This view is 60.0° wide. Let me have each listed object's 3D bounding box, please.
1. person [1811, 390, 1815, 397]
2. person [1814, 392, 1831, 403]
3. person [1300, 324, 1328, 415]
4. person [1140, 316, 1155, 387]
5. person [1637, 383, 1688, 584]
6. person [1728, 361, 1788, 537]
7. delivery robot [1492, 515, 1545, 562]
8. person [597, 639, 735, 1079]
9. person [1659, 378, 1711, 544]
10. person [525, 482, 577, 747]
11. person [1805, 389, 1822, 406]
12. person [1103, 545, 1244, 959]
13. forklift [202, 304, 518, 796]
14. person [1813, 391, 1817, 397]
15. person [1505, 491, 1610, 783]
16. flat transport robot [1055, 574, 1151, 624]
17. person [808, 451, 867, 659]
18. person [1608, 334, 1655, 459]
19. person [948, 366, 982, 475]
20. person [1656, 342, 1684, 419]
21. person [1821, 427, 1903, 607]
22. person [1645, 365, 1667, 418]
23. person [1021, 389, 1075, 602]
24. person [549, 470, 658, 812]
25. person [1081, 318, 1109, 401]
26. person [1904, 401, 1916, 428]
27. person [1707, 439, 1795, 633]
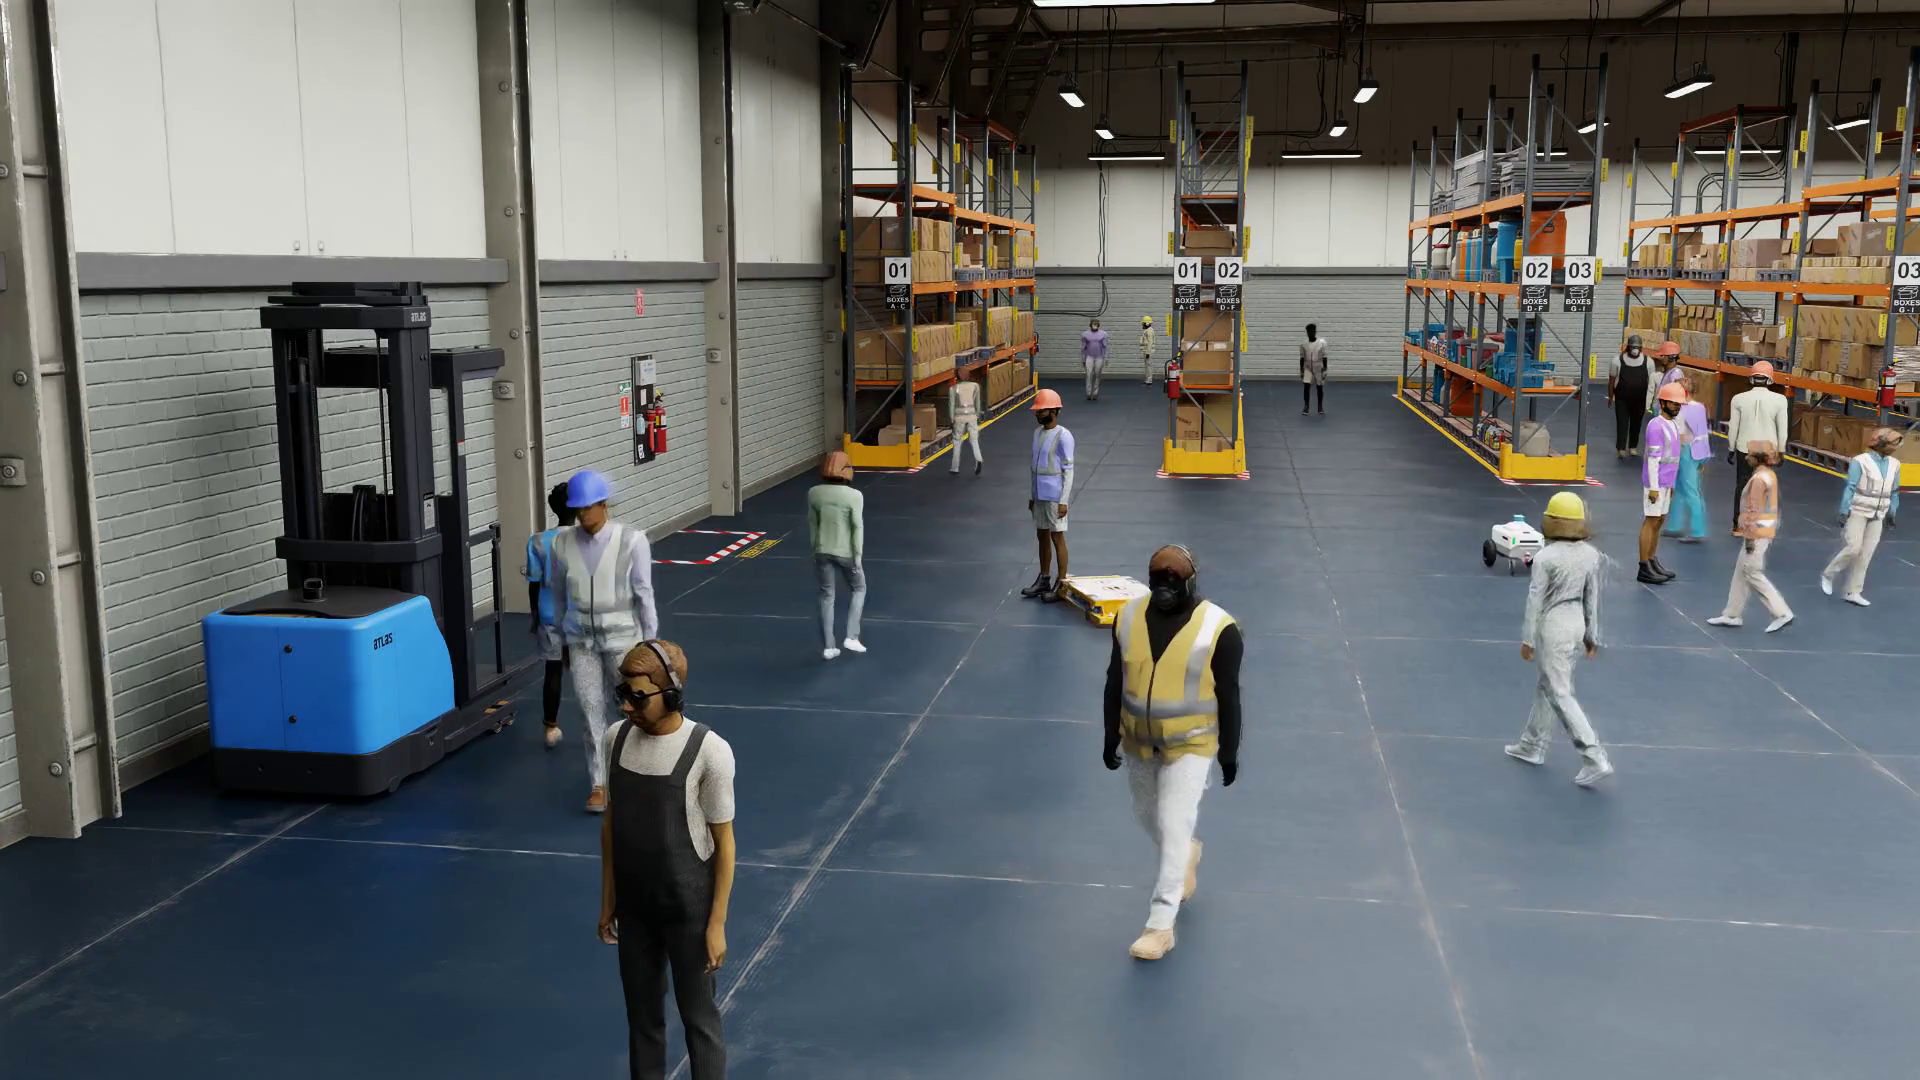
[{"bbox_3d":[20.438,-4.311,39.340,0.614,1.911,0.476,6,11,34],"label":"person"},{"bbox_3d":[19.752,-4.133,37.938,0.626,2.016,0.684,-1,9,-4],"label":"person"},{"bbox_3d":[7.440,-3.582,34.937,0.619,1.902,0.713,4,10,25],"label":"person"},{"bbox_3d":[4.869,-4.904,43.245,0.404,1.834,0.591,1,9,4],"label":"person"},{"bbox_3d":[6.832,-0.562,16.158,0.375,1.934,0.547,7,12,39],"label":"person"},{"bbox_3d":[9.026,-1.028,18.840,0.611,1.996,0.379,5,11,30],"label":"person"},{"bbox_3d":[5.636,-0.007,16.802,0.477,0.478,0.707,0,10,1],"label":"delivery robot"},{"bbox_3d":[-0.973,1.219,5.472,0.506,1.839,0.343,4,10,25],"label":"person"},{"bbox_3d":[8.003,-0.885,18.461,0.751,1.823,0.619,9,13,43],"label":"person"},{"bbox_3d":[-2.465,0.477,10.486,0.567,1.697,0.323,0,9,0],"label":"person"},{"bbox_3d":[18.724,-3.699,36.428,0.507,1.631,0.266,3,10,16],"label":"person"},{"bbox_3d":[0.975,0.895,7.541,0.633,1.811,0.837,6,11,33],"label":"person"},{"bbox_3d":[-3.673,-0.038,10.147,1.129,2.768,1.873,1,9,9],"label":"forklift"},{"bbox_3d":[20.575,-4.178,38.925,0.983,1.779,0.643,-1,9,-9],"label":"person"},{"bbox_3d":[3.610,0.562,9.921,0.495,1.708,0.846,-5,10,-27],"label":"person"},{"bbox_3d":[1.335,0.509,14.802,0.652,0.197,1.431,-2,9,-13],"label":"flat transport robot"},{"bbox_3d":[-0.948,0.112,12.968,0.510,1.620,0.443,4,10,21],"label":"person"},{"bbox_3d":[10.874,-2.335,26.898,0.696,2.000,0.941,2,9,13],"label":"person"},{"bbox_3d":[0.079,-1.769,24.565,0.532,1.615,0.701,-3,10,-16],"label":"person"},{"bbox_3d":[9.683,-1.689,22.776,0.396,2.042,0.610,3,10,16],"label":"person"},{"bbox_3d":[8.203,-0.222,15.075,0.550,1.611,0.438,-2,9,-13],"label":"person"},{"bbox_3d":[11.010,-2.053,26.015,0.532,1.724,0.900,5,11,29],"label":"person"},{"bbox_3d":[0.801,-0.413,15.226,0.356,1.937,0.552,-6,11,-33],"label":"person"},{"bbox_3d":[-1.987,0.538,9.405,0.623,1.925,0.637,1,9,7],"label":"person"},{"bbox_3d":[3.139,-4.186,38.626,0.647,1.894,0.964,0,9,3],"label":"person"},{"bbox_3d":[18.198,-2.978,31.460,0.607,1.808,0.710,2,9,12],"label":"person"},{"bbox_3d":[6.663,-0.035,13.883,0.666,1.622,0.528,6,11,33],"label":"person"}]
